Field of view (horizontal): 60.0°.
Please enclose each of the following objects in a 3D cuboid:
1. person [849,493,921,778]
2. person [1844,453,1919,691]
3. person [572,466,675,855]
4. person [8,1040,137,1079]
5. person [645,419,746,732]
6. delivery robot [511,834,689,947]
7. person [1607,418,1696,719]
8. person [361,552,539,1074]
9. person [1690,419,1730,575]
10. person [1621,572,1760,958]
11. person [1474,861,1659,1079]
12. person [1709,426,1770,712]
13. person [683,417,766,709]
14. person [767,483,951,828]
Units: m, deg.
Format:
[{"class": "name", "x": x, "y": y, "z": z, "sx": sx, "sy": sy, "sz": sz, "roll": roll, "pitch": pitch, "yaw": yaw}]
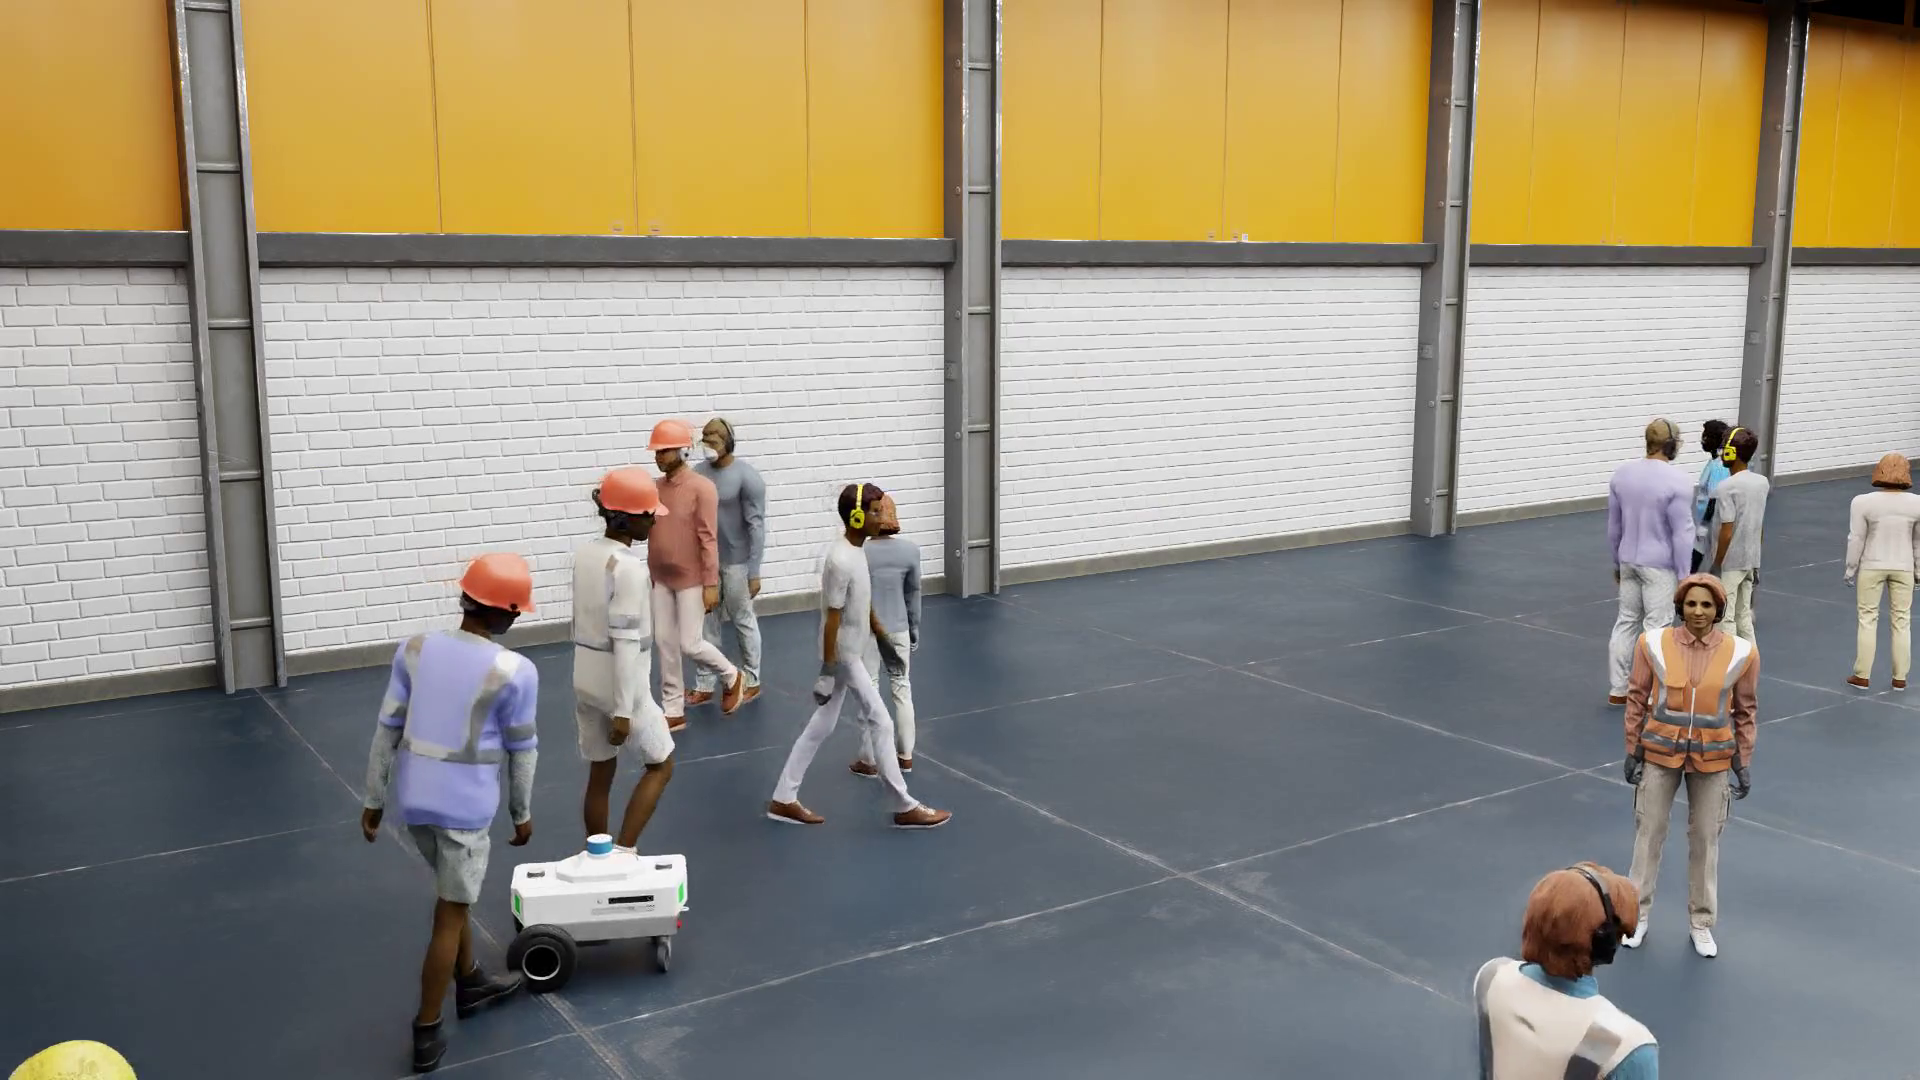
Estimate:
[{"class": "person", "x": -0.459, "y": 0.540, "z": 9.486, "sx": 0.515, "sy": 1.633, "sz": 0.273, "roll": -5, "pitch": 11, "yaw": -27}, {"class": "person", "x": 6.335, "y": 0.221, "z": 11.399, "sx": 0.501, "sy": 1.633, "sz": 0.281, "roll": 3, "pitch": 10, "yaw": 15}, {"class": "person", "x": -1.533, "y": 0.668, "z": 7.552, "sx": 0.577, "sy": 2.021, "sz": 0.526, "roll": 8, "pitch": 12, "yaw": 39}, {"class": "person", "x": -1.473, "y": 1.648, "z": 2.589, "sx": 0.544, "sy": 1.699, "sz": 0.513, "roll": -1, "pitch": 9, "yaw": -4}, {"class": "person", "x": -1.695, "y": 0.224, "z": 10.363, "sx": 0.629, "sy": 1.974, "sz": 0.628, "roll": 7, "pitch": 12, "yaw": 37}, {"class": "delivery robot", "x": -1.481, "y": 1.463, "z": 6.880, "sx": 0.707, "sy": 0.478, "sz": 0.477, "roll": -2, "pitch": 10, "yaw": -10}, {"class": "person", "x": 4.458, "y": 0.178, "z": 10.740, "sx": 0.353, "sy": 1.937, "sz": 0.635, "roll": -4, "pitch": 10, "yaw": -24}, {"class": "person", "x": -1.829, "y": 0.967, "z": 6.188, "sx": 0.629, "sy": 1.871, "sz": 0.773, "roll": 4, "pitch": 10, "yaw": 20}, {"class": "person", "x": 6.047, "y": -0.149, "z": 13.526, "sx": 0.854, "sy": 1.650, "sz": 0.549, "roll": 3, "pitch": 10, "yaw": 18}, {"class": "person", "x": 3.075, "y": 0.941, "z": 7.039, "sx": 0.512, "sy": 1.642, "sz": 0.312, "roll": 4, "pitch": 10, "yaw": 21}, {"class": "person", "x": 1.407, "y": 1.499, "z": 3.772, "sx": 0.824, "sy": 1.595, "sz": 0.545, "roll": -5, "pitch": 11, "yaw": -27}, {"class": "person", "x": 5.050, "y": 0.192, "z": 10.871, "sx": 0.535, "sy": 1.868, "sz": 0.309, "roll": -6, "pitch": 11, "yaw": -34}, {"class": "person", "x": -1.560, "y": 0.155, "z": 10.946, "sx": 0.649, "sy": 1.937, "sz": 0.498, "roll": 6, "pitch": 11, "yaw": 33}, {"class": "person", "x": -0.568, "y": 0.605, "z": 8.569, "sx": 0.957, "sy": 1.817, "sz": 0.483, "roll": -1, "pitch": 9, "yaw": -4}]
